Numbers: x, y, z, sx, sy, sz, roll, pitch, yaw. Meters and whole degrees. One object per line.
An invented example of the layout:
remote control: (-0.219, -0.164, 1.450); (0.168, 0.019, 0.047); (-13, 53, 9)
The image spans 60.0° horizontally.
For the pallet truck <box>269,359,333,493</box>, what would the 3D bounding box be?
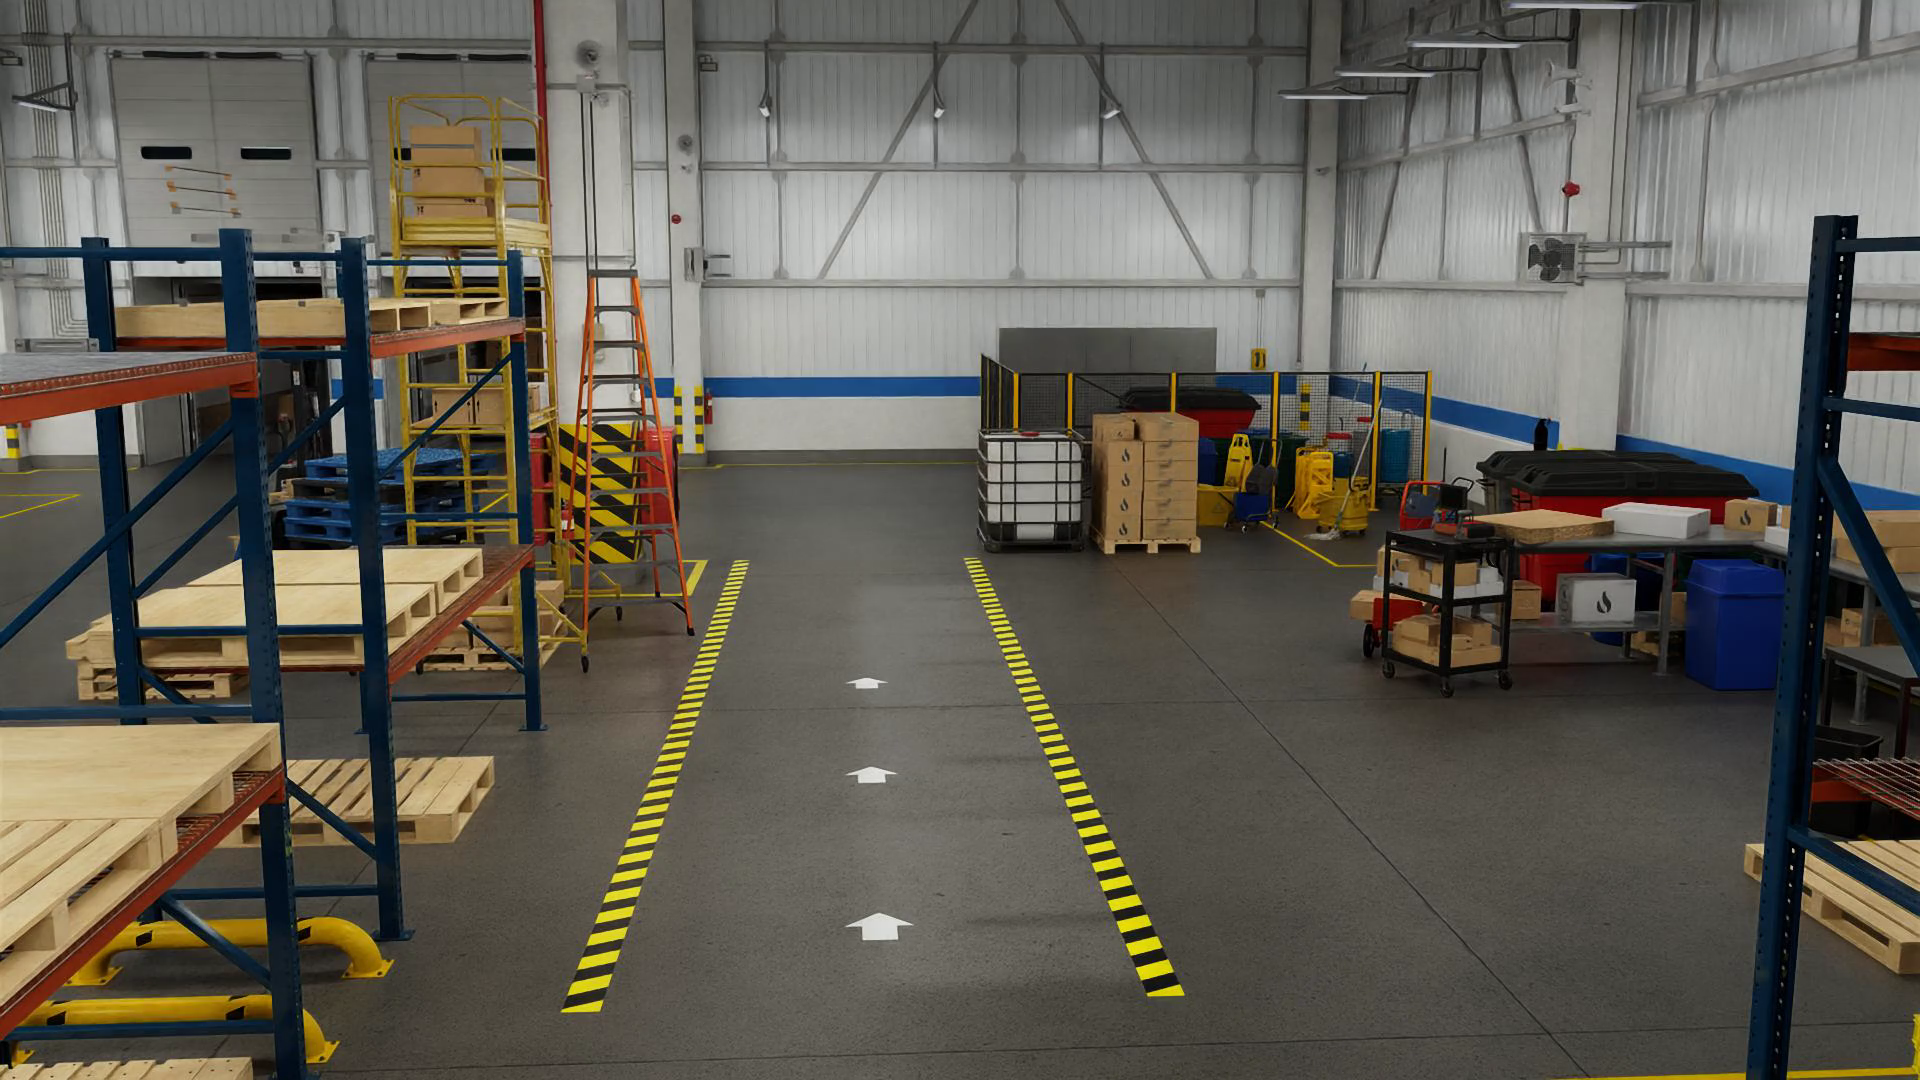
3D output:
pallet truck: (-7.062, -1.131, 18.996); (1.885, 1.965, 0.823); (2, 9, 13)
